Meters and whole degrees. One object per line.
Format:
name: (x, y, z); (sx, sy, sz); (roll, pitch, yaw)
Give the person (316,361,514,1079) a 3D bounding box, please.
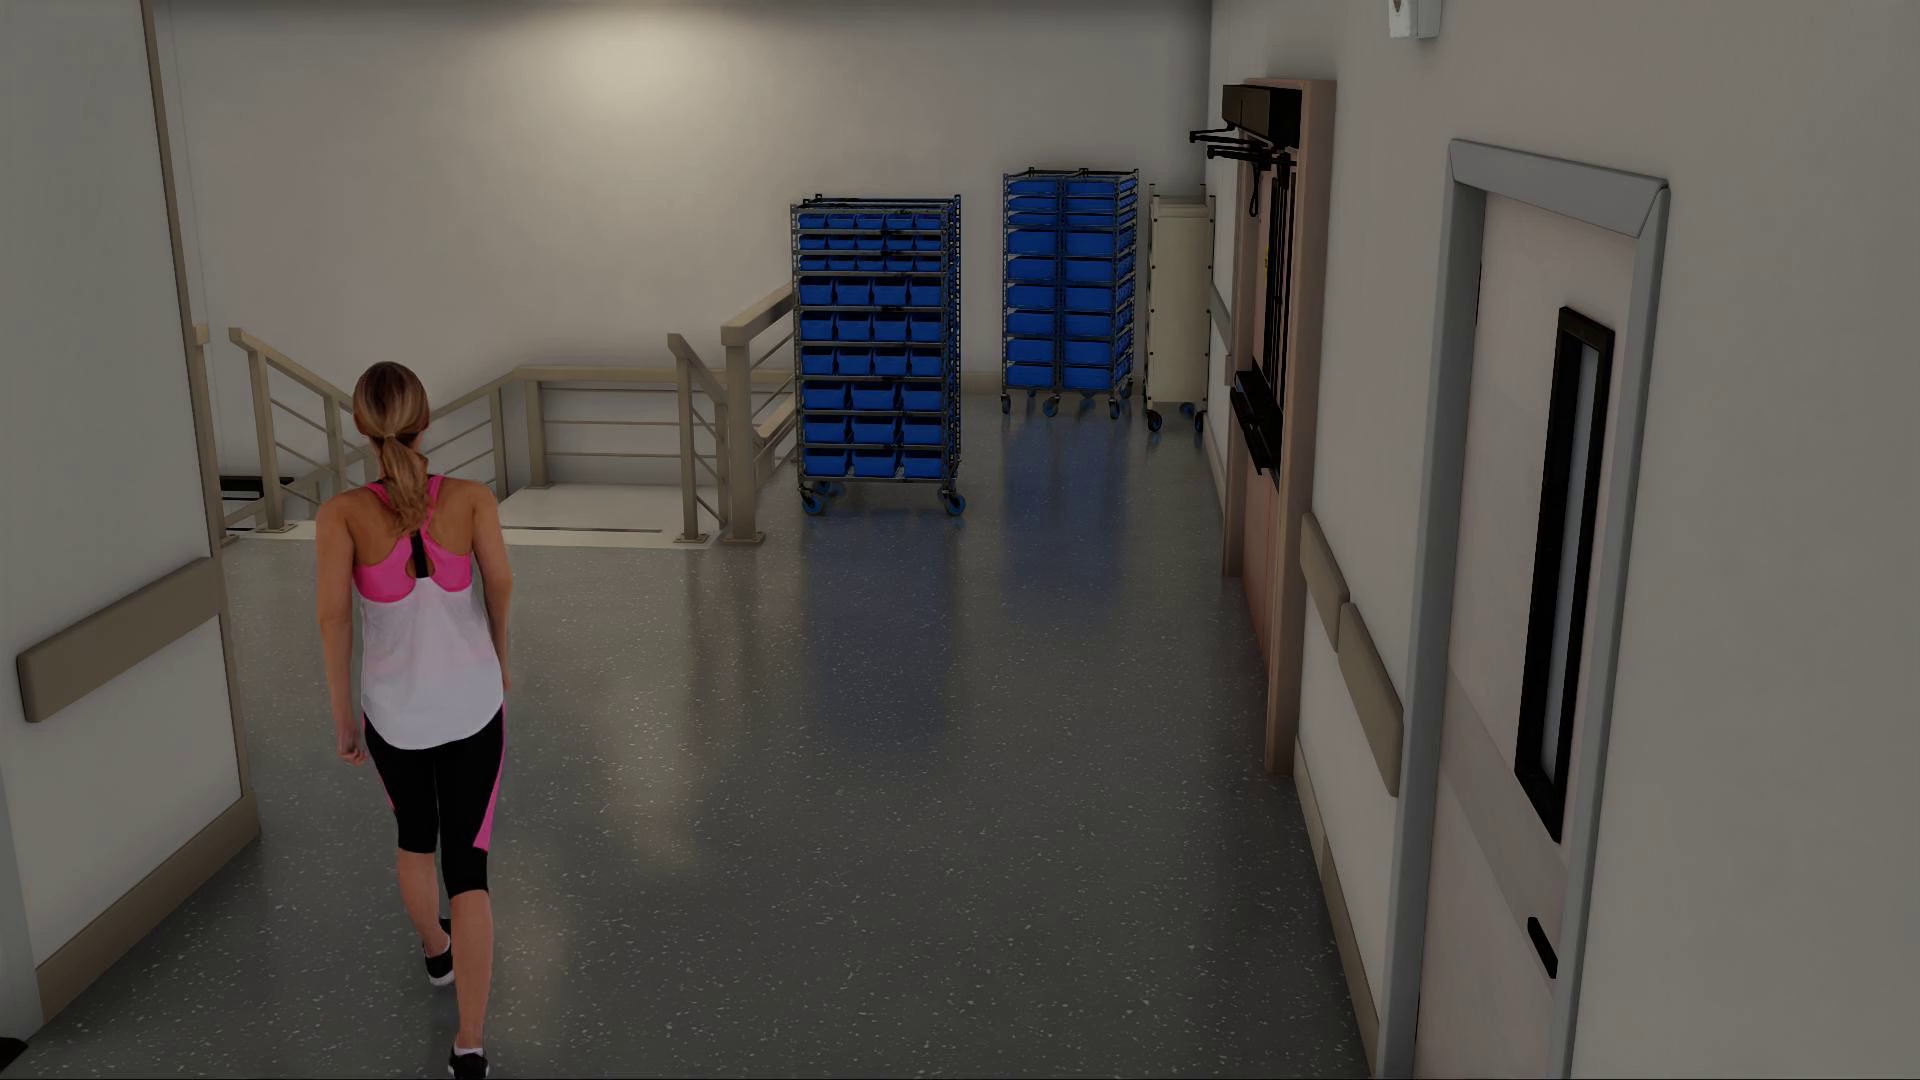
person: (-1.275, 0.485, 4.048); (0.908, 1.747, 1.218); (-5, 17, -17)
